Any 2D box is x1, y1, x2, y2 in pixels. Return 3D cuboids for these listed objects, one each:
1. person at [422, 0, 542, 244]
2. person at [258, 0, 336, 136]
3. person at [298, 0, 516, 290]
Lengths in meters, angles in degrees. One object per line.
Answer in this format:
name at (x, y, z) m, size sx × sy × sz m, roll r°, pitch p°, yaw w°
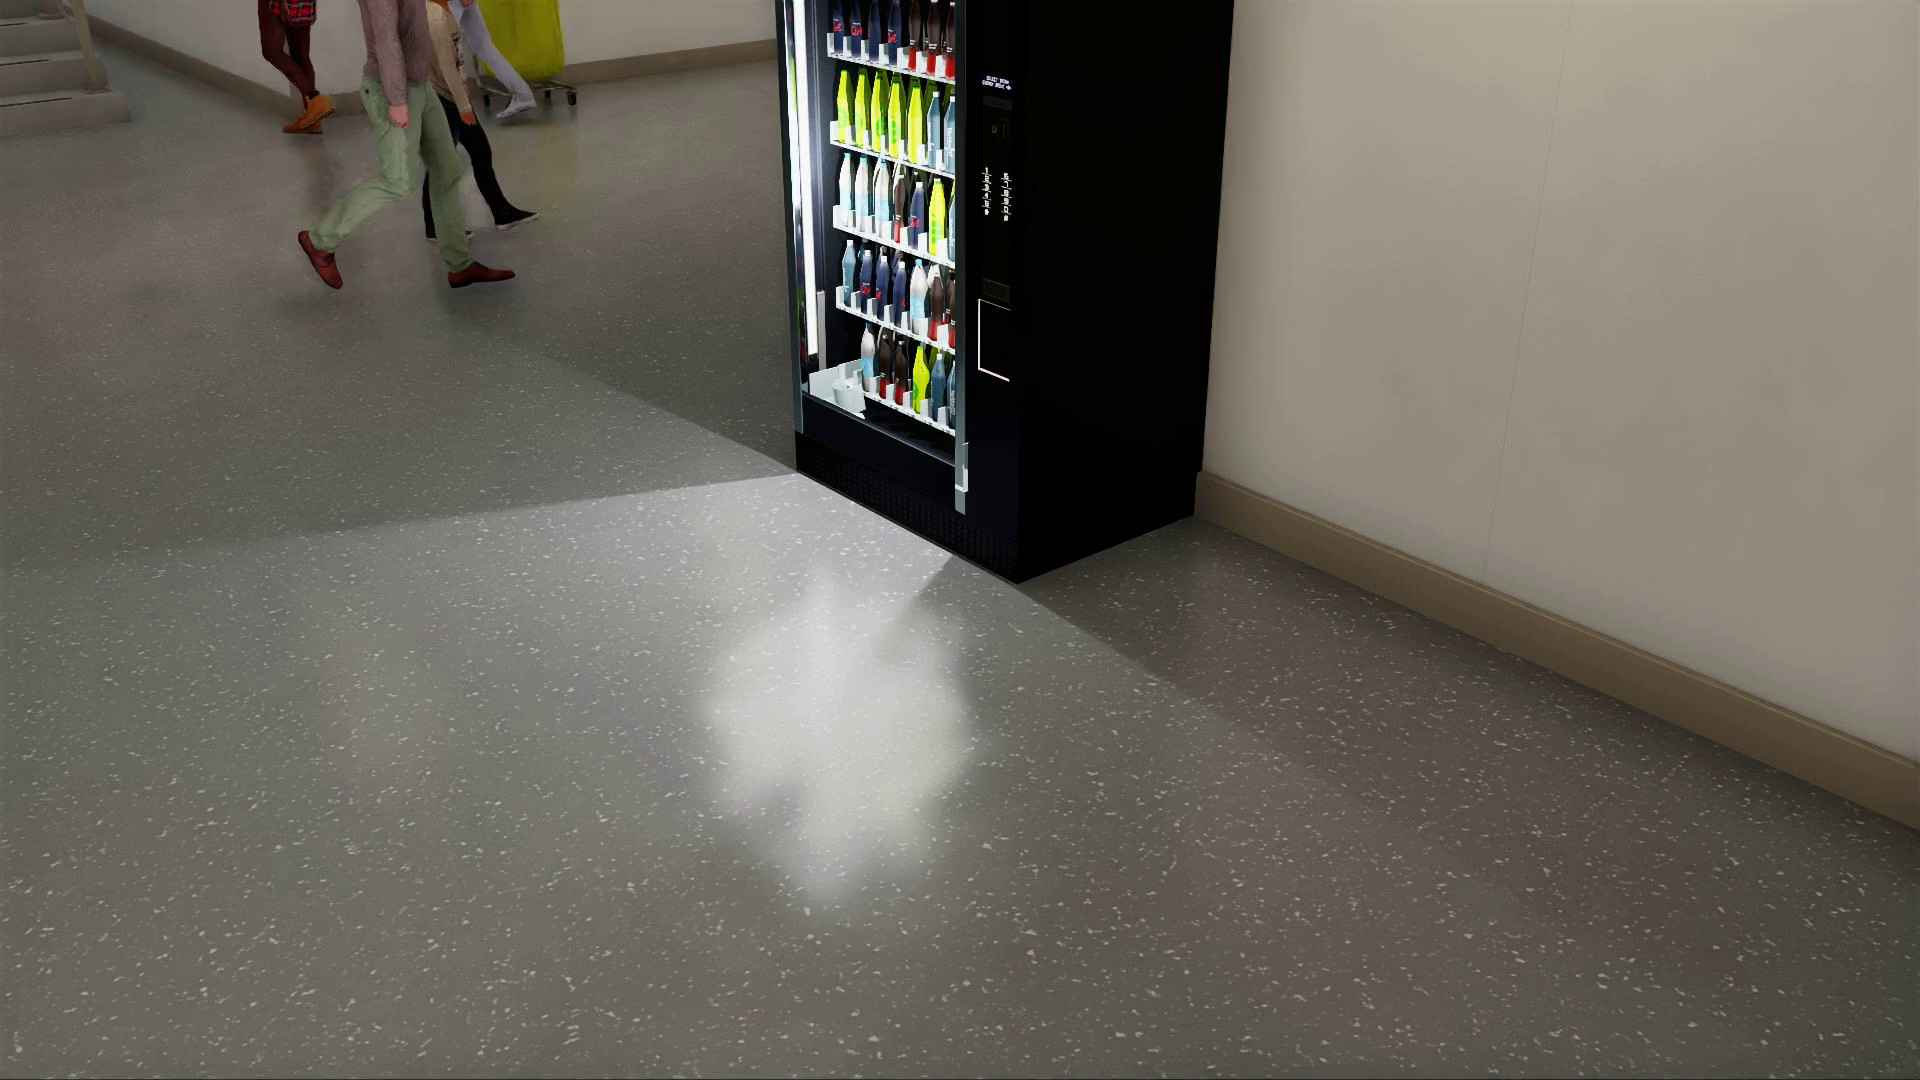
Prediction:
person at (-2.710, -2.244, 8.549) m, size 0.871 × 1.446 × 0.870 m, roll -4°, pitch 26°, yaw -9°
person at (-4.283, -3.507, 10.867) m, size 0.872 × 1.707 × 0.812 m, roll 1°, pitch 26°, yaw 2°
person at (-2.659, -2.008, 7.619) m, size 1.138 × 1.829 × 1.222 m, roll -4°, pitch 26°, yaw -8°
